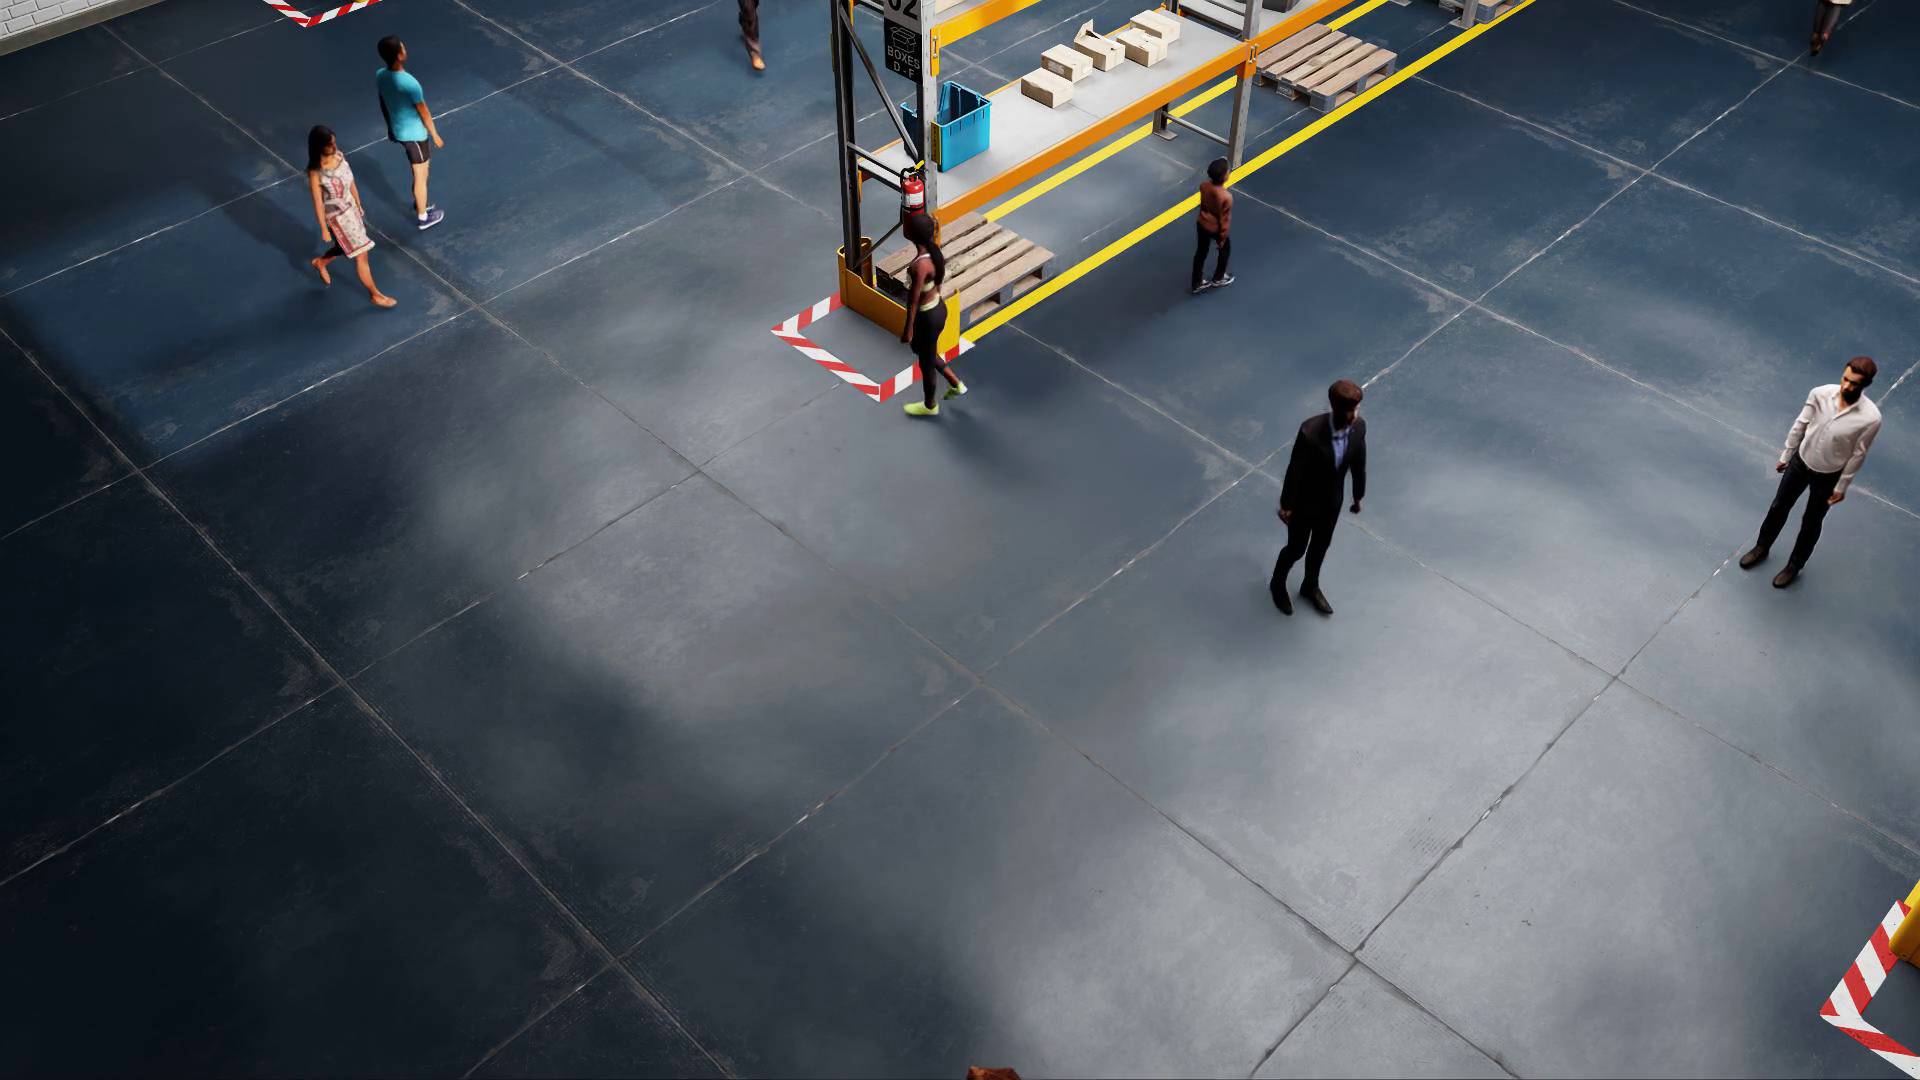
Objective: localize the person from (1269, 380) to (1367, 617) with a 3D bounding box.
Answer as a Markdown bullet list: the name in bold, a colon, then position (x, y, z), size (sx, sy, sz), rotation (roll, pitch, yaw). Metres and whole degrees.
- **person**: position (2.338, -0.329, 10.998), size (0.784, 1.884, 0.917), rotation (-16, 46, -16)

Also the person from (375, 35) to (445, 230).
- **person**: position (-4.819, -3.470, 14.382), size (0.646, 1.762, 0.641), rotation (28, 50, 26)

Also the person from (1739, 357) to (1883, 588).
- **person**: position (5.761, -0.477, 11.164), size (0.528, 1.868, 0.644), rotation (-32, 52, -29)

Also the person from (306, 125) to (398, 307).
- **person**: position (-5.144, -2.671, 13.646), size (1.003, 1.621, 1.064), rotation (11, 45, 12)

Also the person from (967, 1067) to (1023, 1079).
- **person**: position (0.176, 2.954, 7.677), size (0.633, 1.711, 0.663), rotation (-28, 50, -27)

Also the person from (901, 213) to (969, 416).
- **person**: position (-0.147, -1.646, 12.484), size (0.842, 1.740, 0.795), rotation (5, 44, 6)

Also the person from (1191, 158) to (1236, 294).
- **person**: position (2.051, -2.586, 13.831), size (0.605, 1.243, 0.514), rotation (-34, 53, -31)
